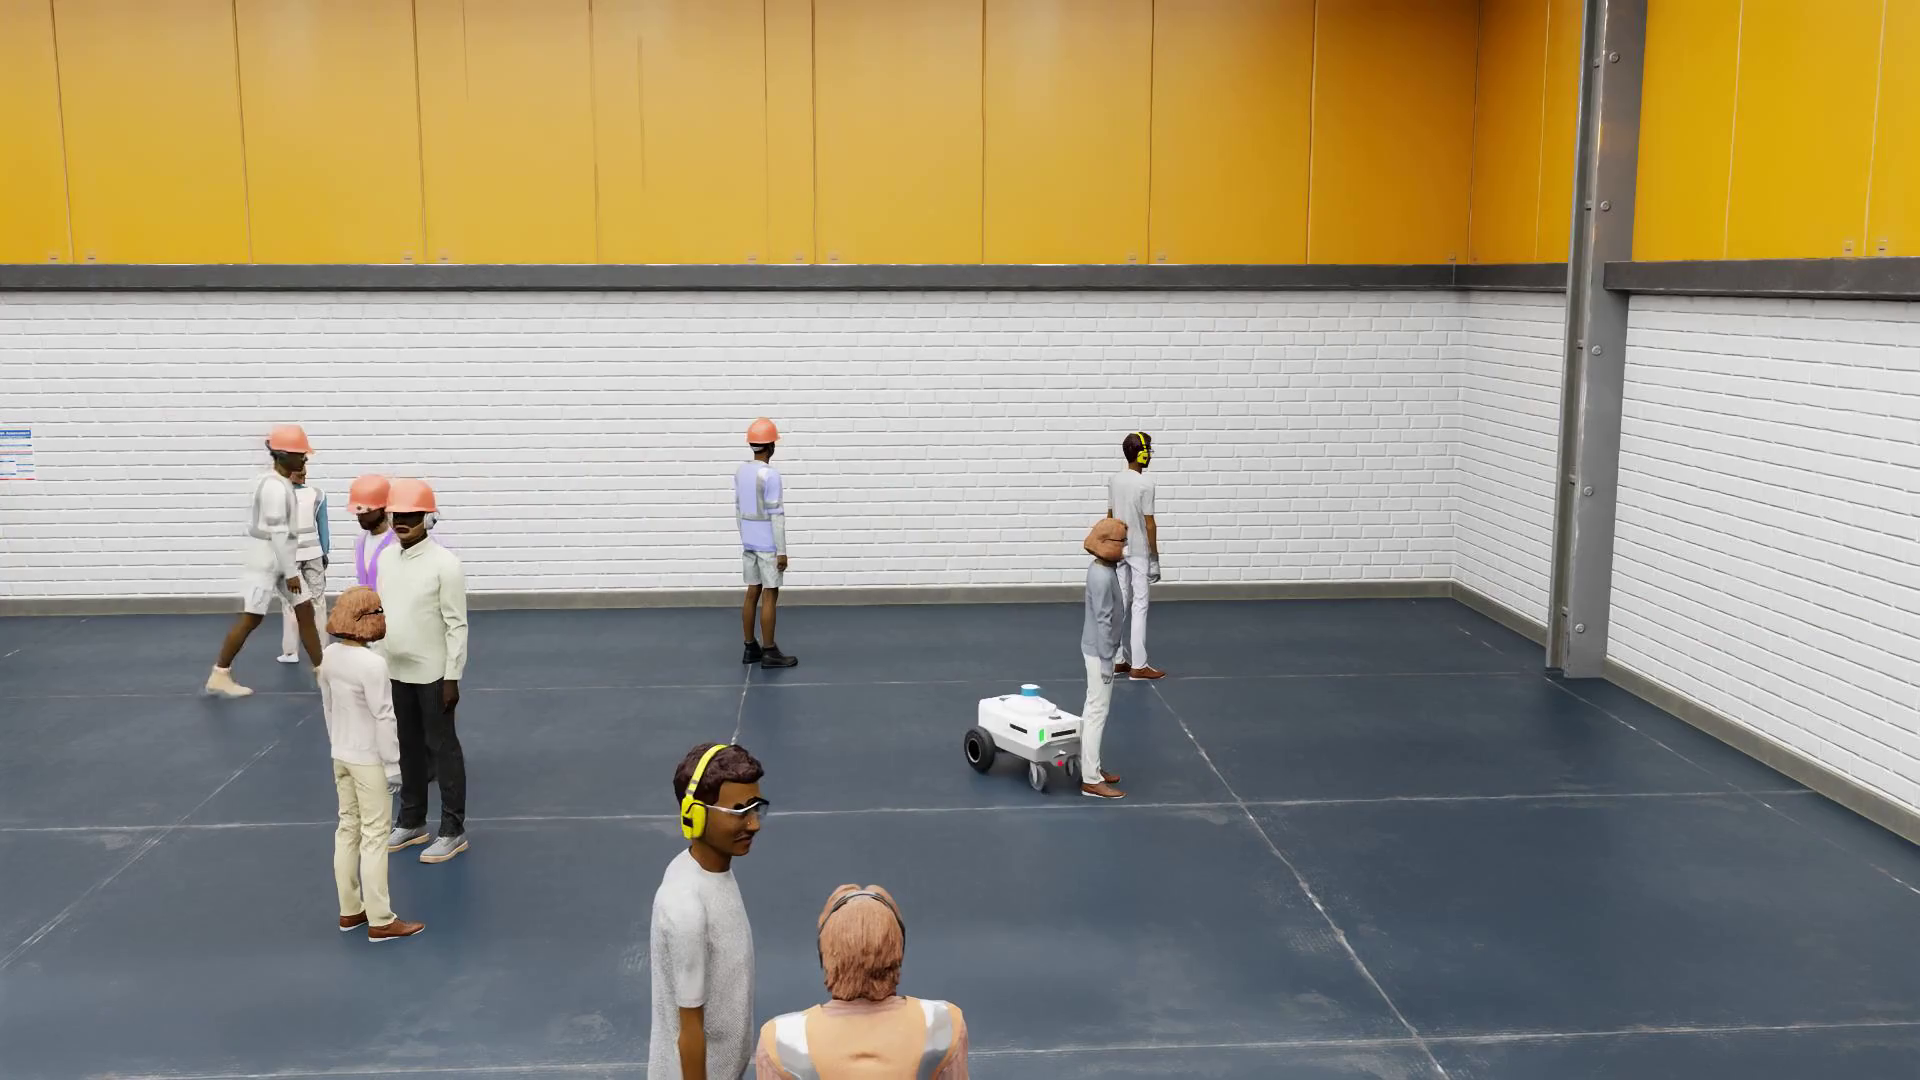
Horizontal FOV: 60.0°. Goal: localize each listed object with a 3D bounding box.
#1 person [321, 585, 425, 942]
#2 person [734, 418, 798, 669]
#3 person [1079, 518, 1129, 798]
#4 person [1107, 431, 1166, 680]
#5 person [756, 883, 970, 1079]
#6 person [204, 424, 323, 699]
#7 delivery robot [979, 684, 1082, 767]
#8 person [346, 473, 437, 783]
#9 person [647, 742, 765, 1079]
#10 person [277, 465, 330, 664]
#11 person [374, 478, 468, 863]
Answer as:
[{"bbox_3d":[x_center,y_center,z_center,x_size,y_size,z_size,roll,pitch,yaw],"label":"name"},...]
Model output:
[{"bbox_3d":[-2.719,1.015,7.617,0.498,1.633,0.282,7,12,39],"label":"person"},{"bbox_3d":[-1.510,0.024,12.870,0.340,1.942,0.551,-8,12,-40],"label":"person"},{"bbox_3d":[0.844,0.678,9.738,0.273,1.631,0.507,0,9,2],"label":"person"},{"bbox_3d":[1.319,0.117,12.514,0.319,1.871,0.532,-7,11,-37],"label":"person"},{"bbox_3d":[-0.218,1.605,3.894,0.514,1.641,0.307,-2,9,-13],"label":"person"},{"bbox_3d":[-4.948,0.161,11.942,1.050,1.985,0.610,-2,9,-11],"label":"person"},{"bbox_3d":[0.421,1.118,10.053,0.477,0.478,0.707,-6,11,-33],"label":"delivery robot"},{"bbox_3d":[-3.320,0.554,9.638,0.583,1.911,0.444,8,12,39],"label":"person"},{"bbox_3d":[-0.629,1.430,4.294,0.335,1.865,0.520,0,9,-3],"label":"person"},{"bbox_3d":[-5.180,0.152,13.018,0.515,1.641,0.309,-9,12,-43],"label":"person"},{"bbox_3d":[-2.816,0.669,8.651,0.612,1.997,0.375,5,10,29],"label":"person"}]
